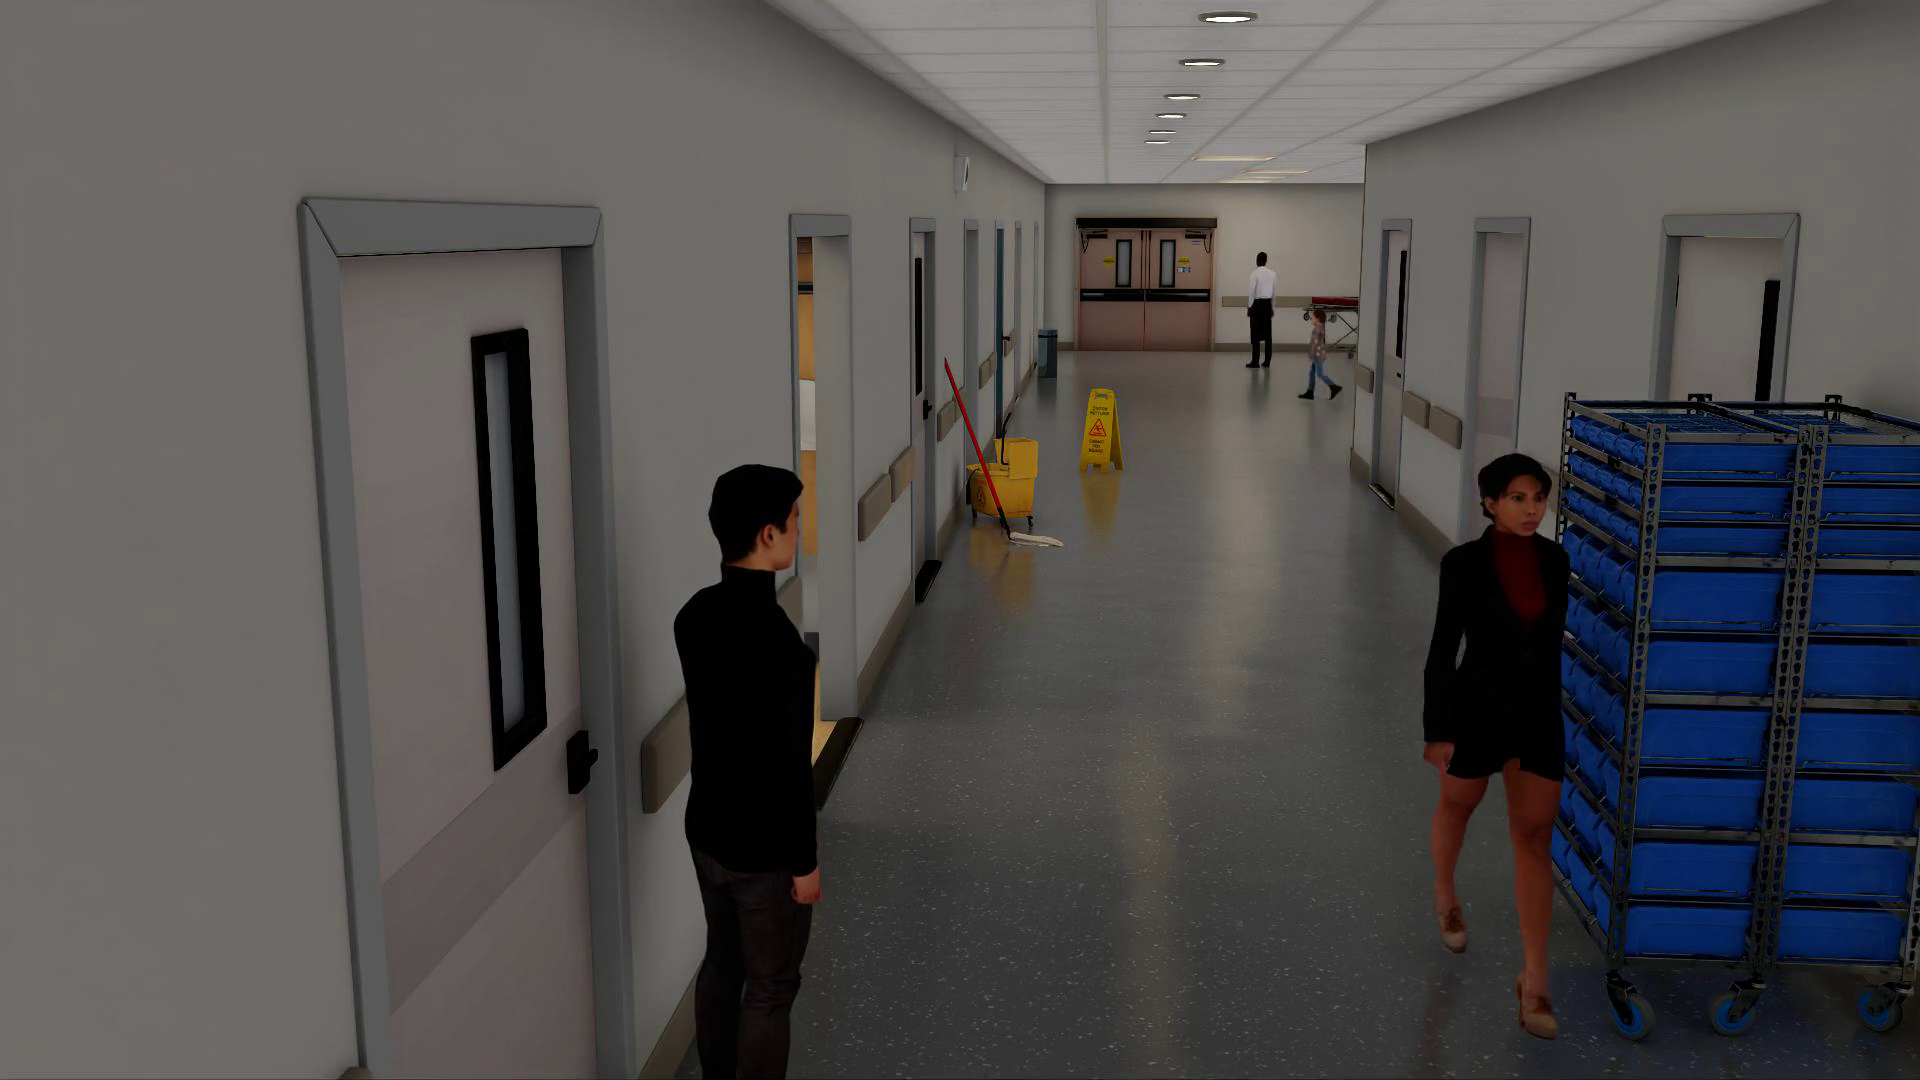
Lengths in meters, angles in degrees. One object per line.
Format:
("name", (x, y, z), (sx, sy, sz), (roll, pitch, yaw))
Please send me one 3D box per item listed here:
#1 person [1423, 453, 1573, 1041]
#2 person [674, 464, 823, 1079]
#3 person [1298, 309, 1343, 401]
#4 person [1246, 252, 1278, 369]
("person", (1.545, 0.572, 4.885), (0.643, 1.586, 1.056), (0, 11, 0))
("person", (-0.507, 0.672, 3.995), (0.775, 1.721, 0.698), (-8, 13, -35))
("person", (4.697, -2.391, 21.584), (0.671, 1.181, 0.787), (4, 11, 21))
("person", (4.839, -3.697, 26.709), (0.712, 1.836, 0.688), (-4, 11, -20))
